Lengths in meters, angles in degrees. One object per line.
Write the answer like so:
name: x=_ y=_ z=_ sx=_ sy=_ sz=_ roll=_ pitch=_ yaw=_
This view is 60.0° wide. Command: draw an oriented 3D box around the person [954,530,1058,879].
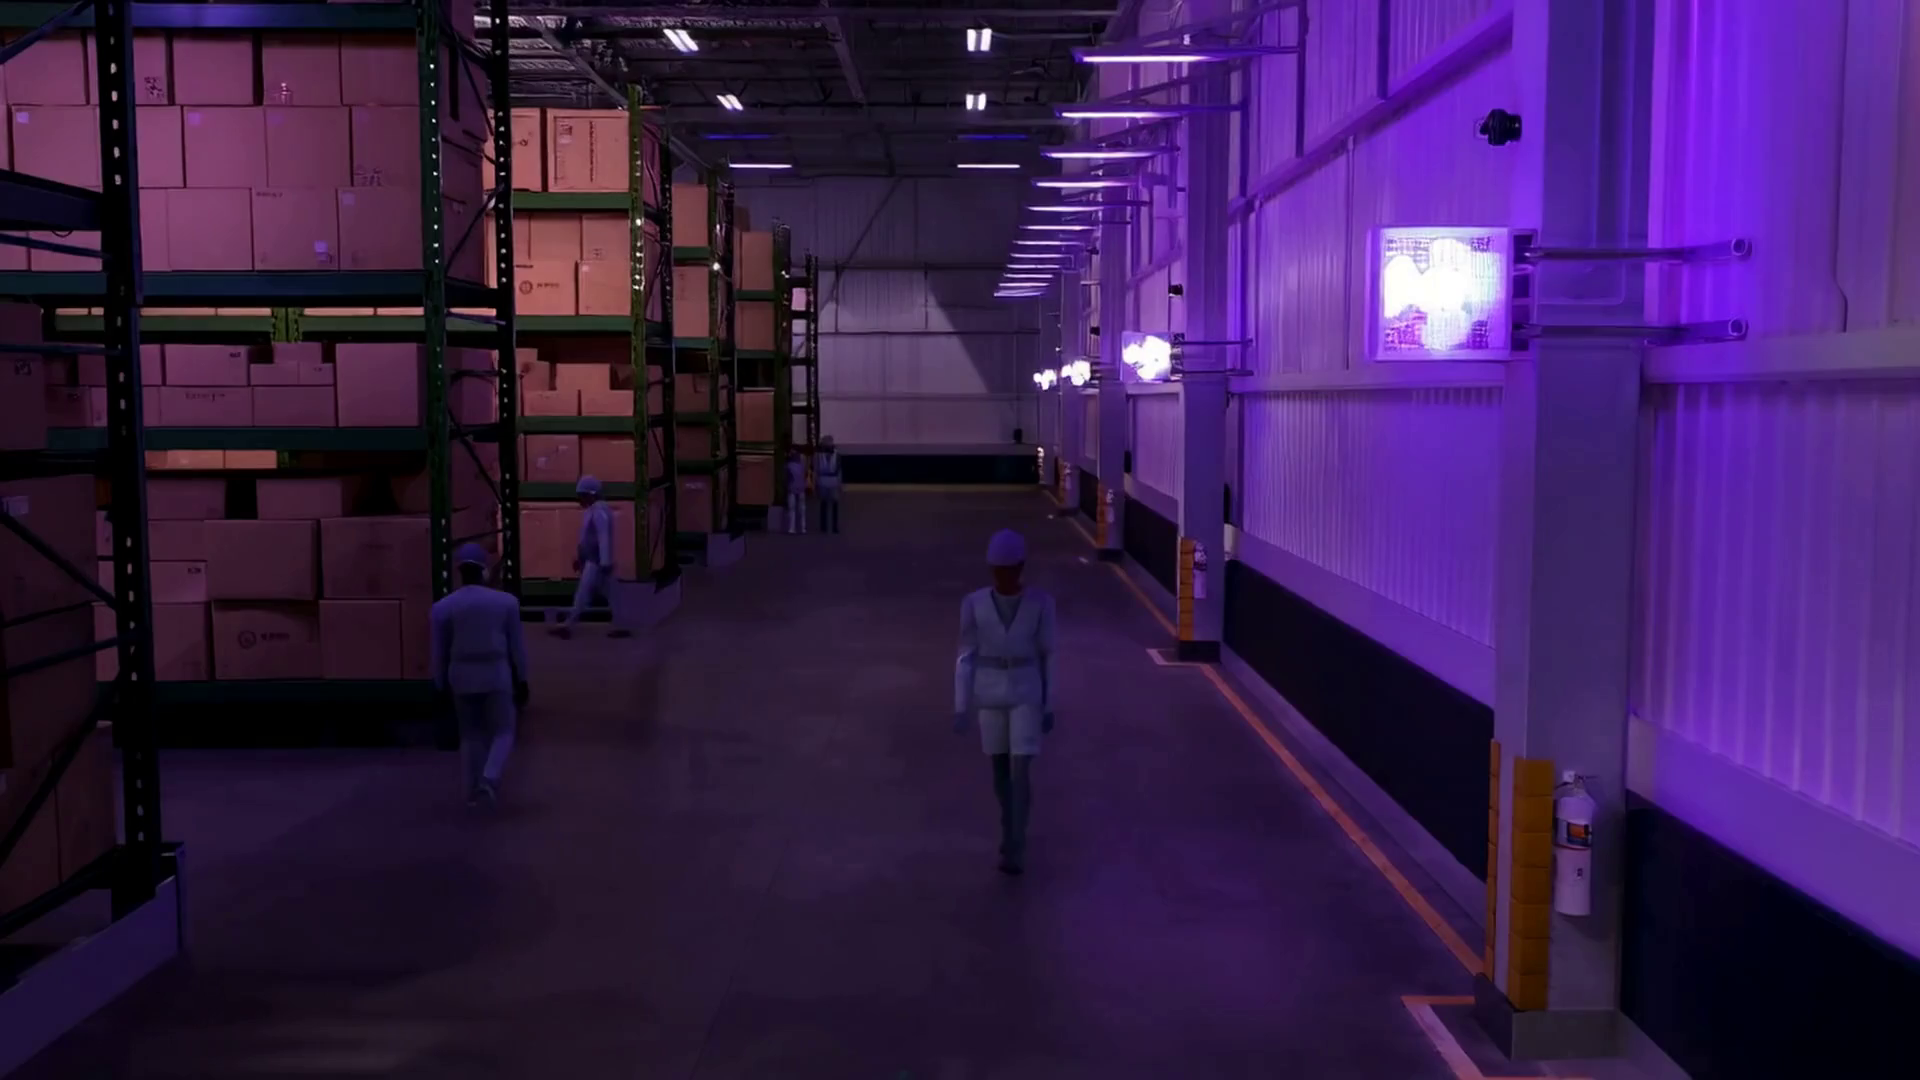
person: x=0.251 y=0.893 z=9.223 sx=0.563 sy=1.879 sz=1.008 roll=1 pitch=5 yaw=7

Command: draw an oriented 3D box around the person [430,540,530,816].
person: x=-3.004 y=0.865 z=10.384 sx=0.600 sy=1.735 sz=0.614 roll=0 pitch=5 yaw=0

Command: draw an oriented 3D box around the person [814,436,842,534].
person: x=-2.541 y=-1.055 z=31.999 sx=0.566 sy=1.879 sz=1.010 roll=-1 pitch=5 yaw=-14

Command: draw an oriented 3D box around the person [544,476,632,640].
person: x=-4.002 y=0.196 z=17.963 sx=0.959 sy=1.772 sz=0.584 roll=-1 pitch=5 yaw=-12

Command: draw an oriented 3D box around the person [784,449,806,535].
person: x=-3.127 y=-0.900 z=31.568 sx=0.515 sy=1.636 sz=0.315 roll=-4 pitch=7 yaw=-42
